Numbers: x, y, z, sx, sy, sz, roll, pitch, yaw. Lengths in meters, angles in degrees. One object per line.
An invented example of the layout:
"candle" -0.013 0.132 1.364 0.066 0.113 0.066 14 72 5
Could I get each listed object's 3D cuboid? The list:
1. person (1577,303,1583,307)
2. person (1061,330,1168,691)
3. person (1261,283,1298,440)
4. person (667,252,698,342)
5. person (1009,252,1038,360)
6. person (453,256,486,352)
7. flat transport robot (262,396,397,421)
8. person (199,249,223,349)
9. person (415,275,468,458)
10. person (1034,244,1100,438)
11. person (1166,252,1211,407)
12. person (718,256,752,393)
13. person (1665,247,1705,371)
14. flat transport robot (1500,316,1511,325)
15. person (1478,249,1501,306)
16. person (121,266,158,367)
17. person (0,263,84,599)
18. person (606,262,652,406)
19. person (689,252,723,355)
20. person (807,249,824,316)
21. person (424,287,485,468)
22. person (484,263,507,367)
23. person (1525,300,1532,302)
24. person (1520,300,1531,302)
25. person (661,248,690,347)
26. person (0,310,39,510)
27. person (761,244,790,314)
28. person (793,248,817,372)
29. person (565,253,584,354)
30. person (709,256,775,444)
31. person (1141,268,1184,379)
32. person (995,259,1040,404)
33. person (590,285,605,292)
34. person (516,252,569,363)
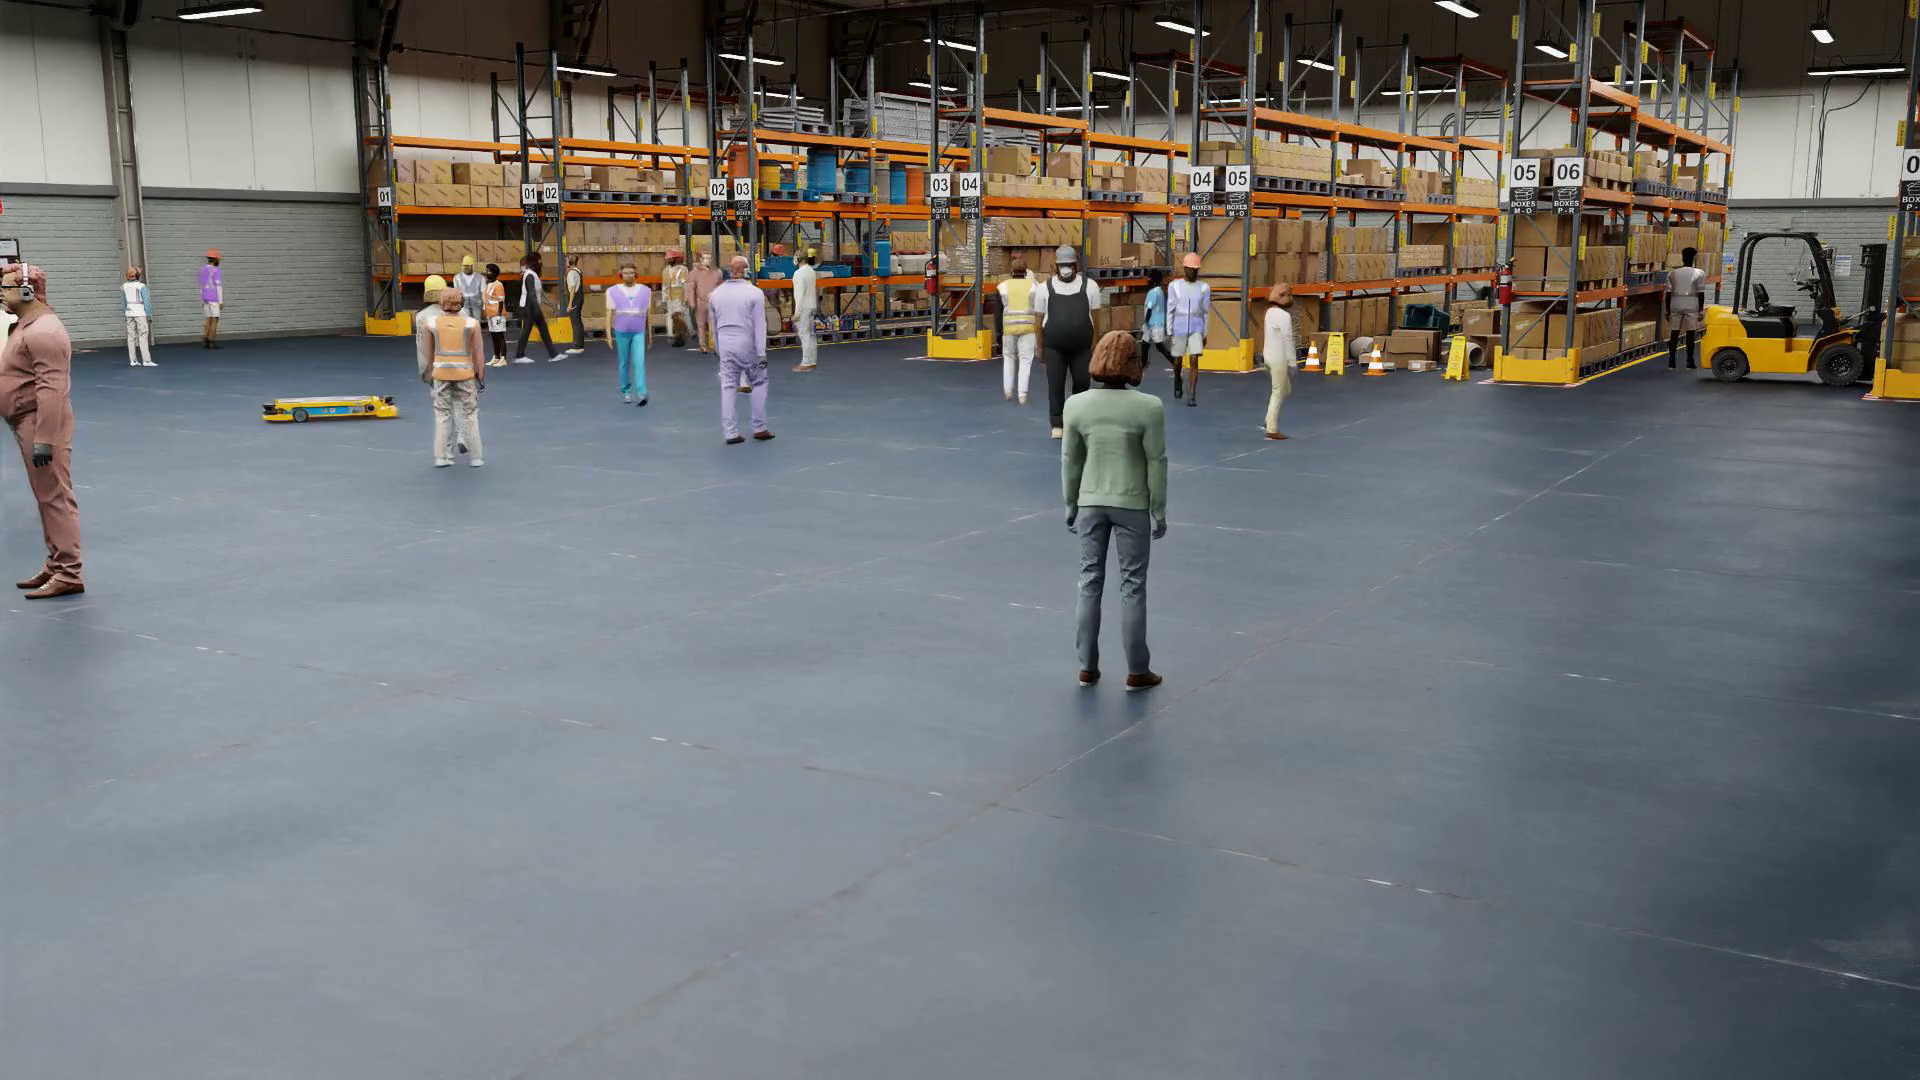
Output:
"person" 15.395 -6.353 41.559 0.364 1.939 0.636 -3 11 -16
"person" 0.703 -0.131 7.558 0.498 1.634 0.282 5 11 26
"person" 3.311 -1.831 17.127 0.345 1.621 0.514 -2 10 -9
"person" -5.793 -5.034 34.470 0.602 1.826 0.968 5 11 27
"person" 1.062 -4.048 28.852 0.436 1.867 0.601 -9 13 -41
"person" -9.021 -4.329 30.655 0.609 1.784 0.959 -2 10 -13
"flat transport robot" -7.283 -1.530 19.215 1.431 0.197 0.652 -4 11 -22
"person" -14.294 -4.599 31.849 0.568 1.908 0.485 6 12 28
"person" -4.883 -1.640 15.745 0.502 1.720 0.388 -5 11 -28
"person" 1.111 -2.083 17.356 0.692 2.000 0.640 0 10 2
"person" 2.858 -2.647 20.862 0.560 1.919 0.697 1 10 4
"person" -2.988 -2.866 22.255 0.513 1.860 0.638 9 14 42
"person" 11.567 -3.686 26.544 0.600 1.967 0.369 8 13 38
"flat transport robot" 13.407 -5.381 40.787 0.652 0.197 1.431 2 10 11
"person" 13.373 -6.443 42.092 1.002 1.942 0.643 4 11 21
"person" -13.521 -3.664 27.330 0.514 1.642 0.310 3 10 15
"person" -5.301 -0.623 9.556 0.409 1.909 0.639 -7 12 -33
"person" -4.140 -2.580 20.841 0.589 1.789 0.990 -3 11 -18
"person" -4.575 -4.289 30.209 0.673 1.856 0.959 -3 11 -18
"person" -3.287 -5.422 36.465 0.636 1.892 0.862 4 11 23
"person" -4.535 -1.452 14.975 0.526 1.630 0.362 -2 10 -10
"person" -7.614 -3.675 27.238 0.318 1.697 0.535 -8 13 -37
"person" 14.066 -6.181 40.946 0.565 1.815 0.671 9 13 40
"person" 13.776 -6.082 40.344 0.603 1.832 0.751 1 10 4
"person" -5.598 -4.718 32.444 0.586 1.919 0.549 6 12 30
"person" -7.264 -1.082 12.496 0.750 1.772 0.641 8 13 37
"person" -3.832 -5.113 34.451 0.542 2.009 0.626 5 11 24
"person" -2.459 -3.633 26.324 0.352 1.937 0.635 3 11 16
"person" -7.093 -4.343 30.563 0.345 1.846 0.508 1 10 3
"person" -2.176 -1.932 16.933 0.681 1.880 0.757 4 11 23
"person" 2.950 -3.221 24.802 0.860 1.661 0.532 2 10 13
"person" 0.770 -2.661 21.256 0.628 1.812 0.781 1 10 5
"person" -8.510 -5.924 39.168 0.378 1.933 0.551 -10 14 -43
"person" -7.115 -3.921 28.122 0.967 1.870 0.611 -1 10 -5
